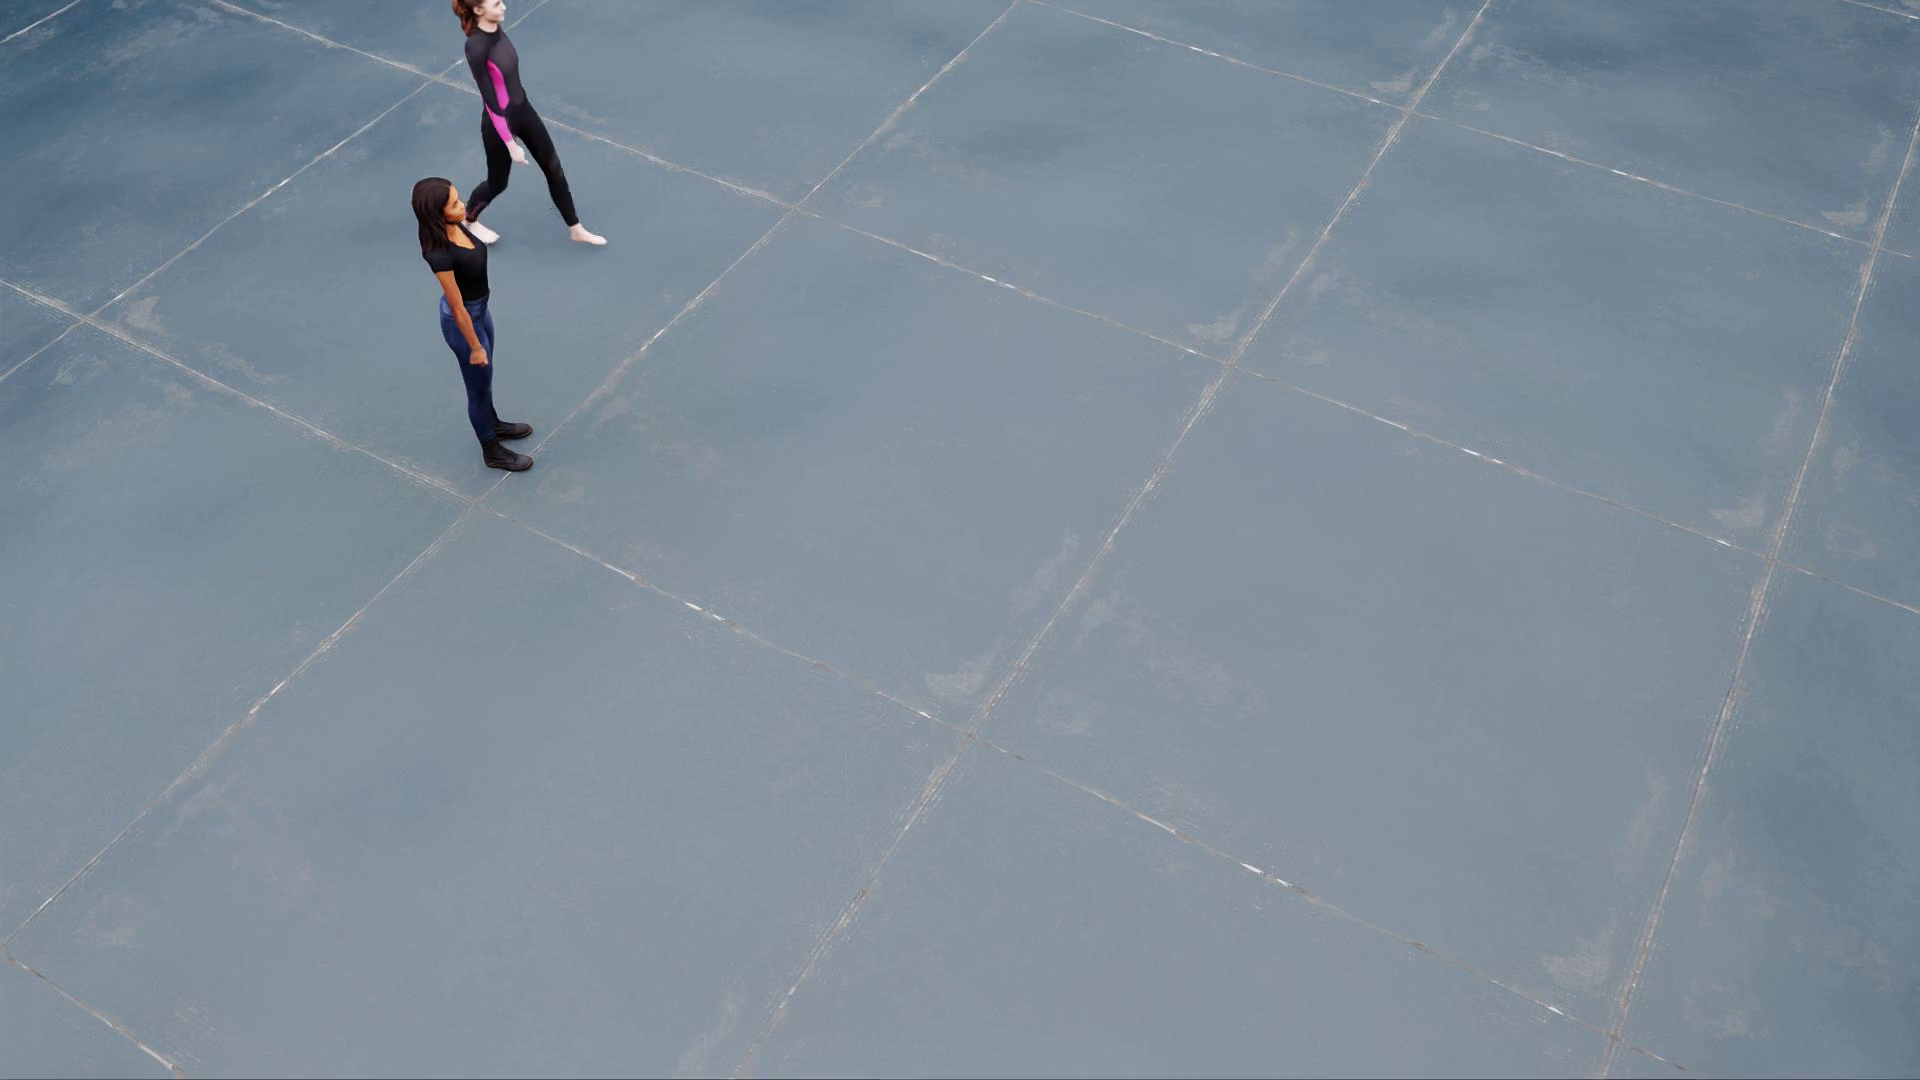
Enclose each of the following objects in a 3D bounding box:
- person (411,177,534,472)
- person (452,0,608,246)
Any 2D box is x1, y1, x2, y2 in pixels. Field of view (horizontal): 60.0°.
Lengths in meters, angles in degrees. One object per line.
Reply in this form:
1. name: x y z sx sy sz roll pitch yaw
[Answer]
1. person: -2.483 -1.083 8.384 0.693 1.740 0.645 -7 48 -6
2. person: -2.679 -2.385 9.605 1.159 1.716 0.769 11 48 10
